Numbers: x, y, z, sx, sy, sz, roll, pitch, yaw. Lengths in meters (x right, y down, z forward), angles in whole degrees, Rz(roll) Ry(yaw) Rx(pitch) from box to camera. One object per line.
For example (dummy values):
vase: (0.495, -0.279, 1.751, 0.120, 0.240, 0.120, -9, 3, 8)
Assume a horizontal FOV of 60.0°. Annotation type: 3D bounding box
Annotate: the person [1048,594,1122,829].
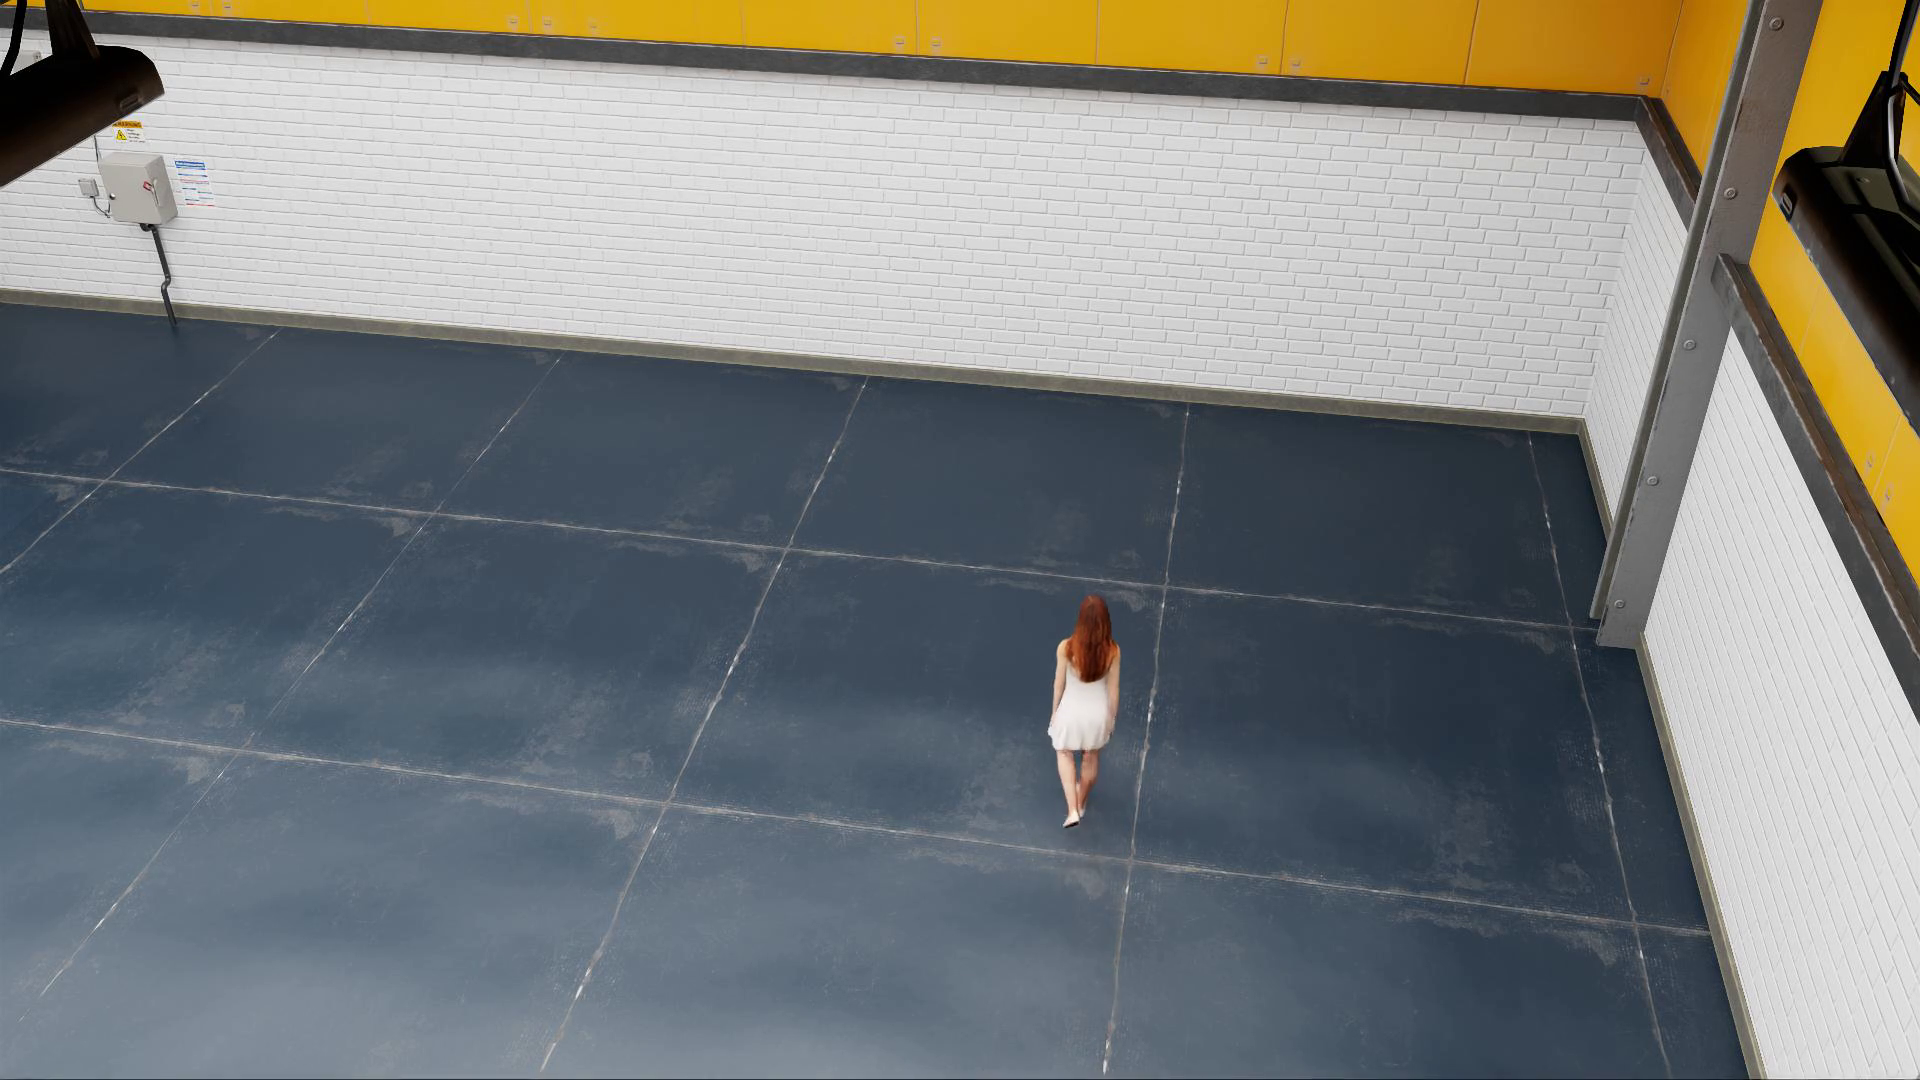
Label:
person: (0.756, 1.102, 10.122, 0.638, 1.705, 0.847, 1, 34, 2)
